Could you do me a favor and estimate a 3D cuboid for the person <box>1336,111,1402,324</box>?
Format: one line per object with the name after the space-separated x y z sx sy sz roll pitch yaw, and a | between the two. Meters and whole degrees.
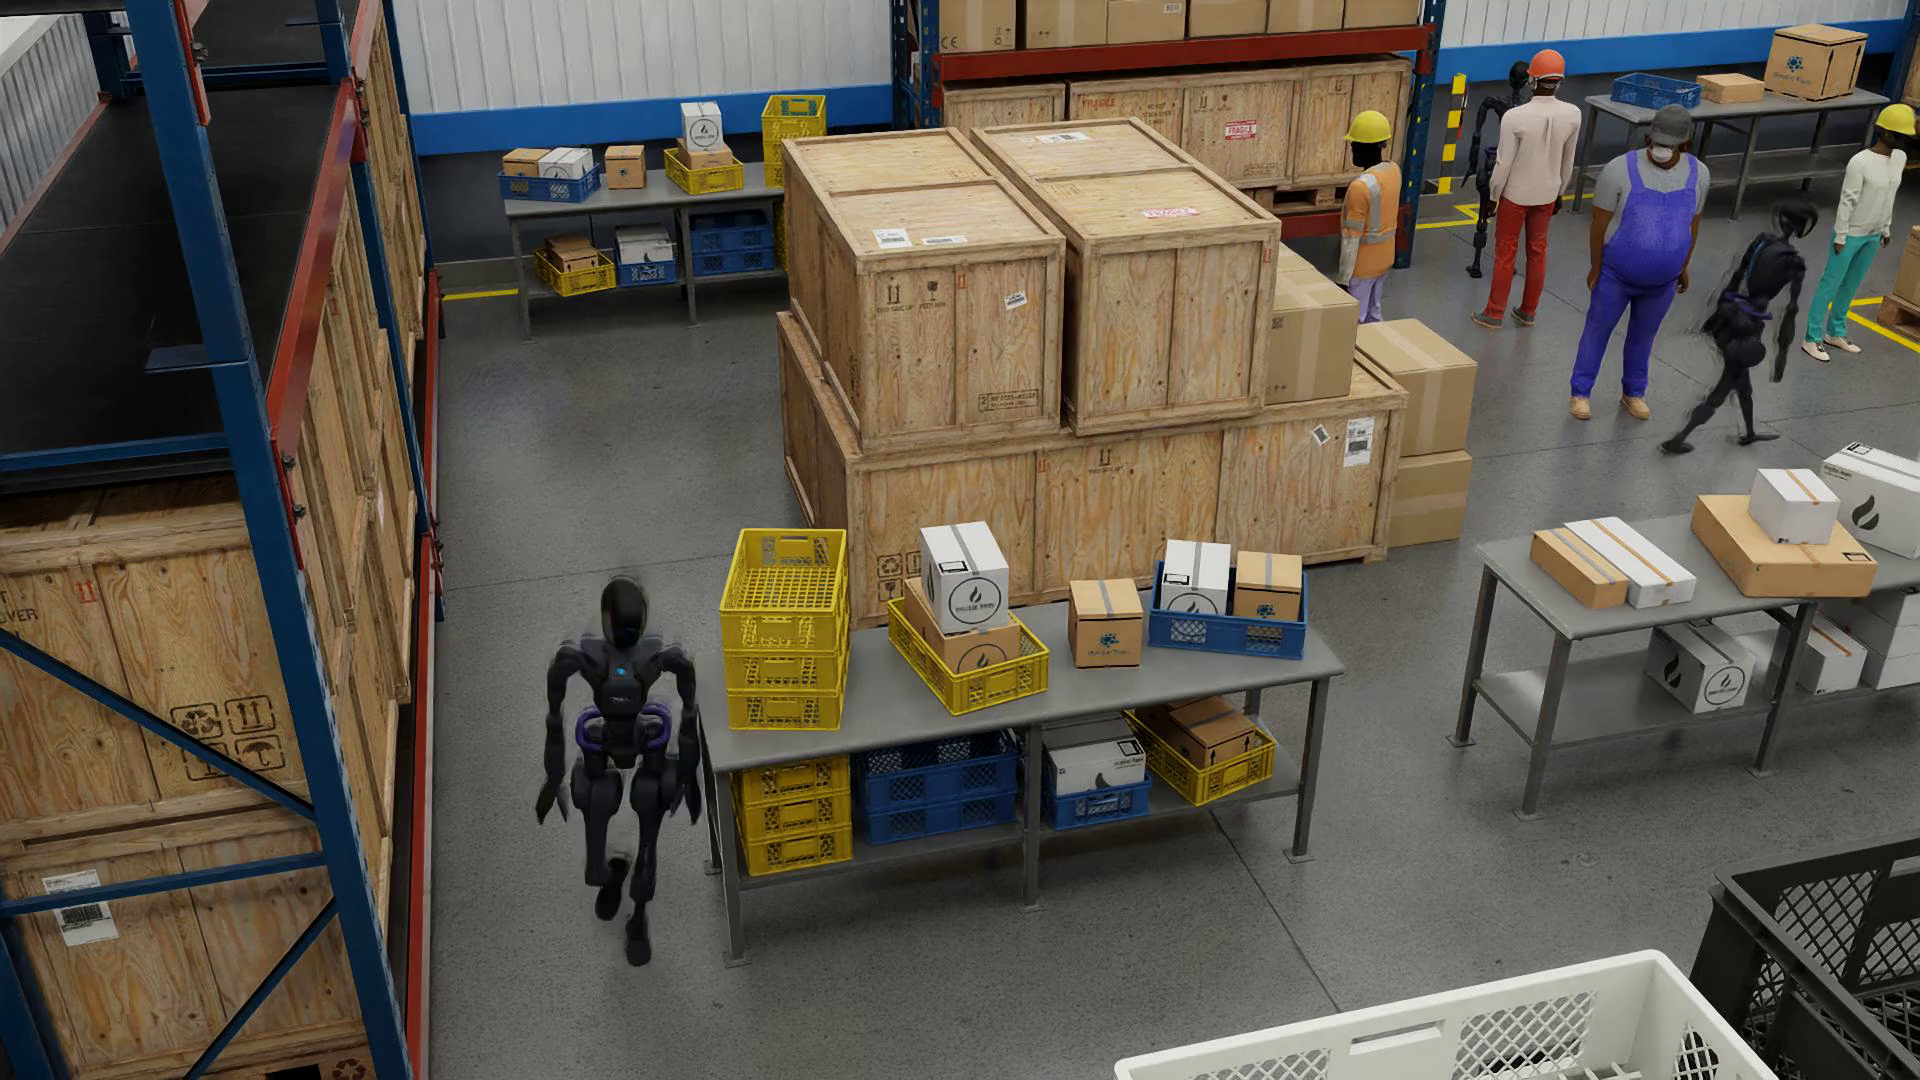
2.558 -1.779 10.643 0.405 1.918 0.582 19 34 31 | person

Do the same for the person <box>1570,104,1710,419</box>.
4.271 -1.719 10.402 0.674 2.000 0.537 1 29 2 | person

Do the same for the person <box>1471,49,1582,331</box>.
4.019 -2.457 11.789 0.616 1.994 0.378 -7 30 -12 | person

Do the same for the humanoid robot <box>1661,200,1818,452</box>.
4.719 -1.273 10.027 0.776 1.609 0.667 -2 29 -3 | humanoid robot

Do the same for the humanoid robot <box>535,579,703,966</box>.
-1.260 0.847 6.128 0.623 1.644 0.380 -5 29 -8 | humanoid robot

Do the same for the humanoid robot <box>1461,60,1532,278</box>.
4.189 -2.848 12.811 0.590 1.657 0.328 8 30 13 | humanoid robot

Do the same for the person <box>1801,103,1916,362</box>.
6.174 -2.101 11.377 0.523 1.768 0.316 -13 31 -22 | person
